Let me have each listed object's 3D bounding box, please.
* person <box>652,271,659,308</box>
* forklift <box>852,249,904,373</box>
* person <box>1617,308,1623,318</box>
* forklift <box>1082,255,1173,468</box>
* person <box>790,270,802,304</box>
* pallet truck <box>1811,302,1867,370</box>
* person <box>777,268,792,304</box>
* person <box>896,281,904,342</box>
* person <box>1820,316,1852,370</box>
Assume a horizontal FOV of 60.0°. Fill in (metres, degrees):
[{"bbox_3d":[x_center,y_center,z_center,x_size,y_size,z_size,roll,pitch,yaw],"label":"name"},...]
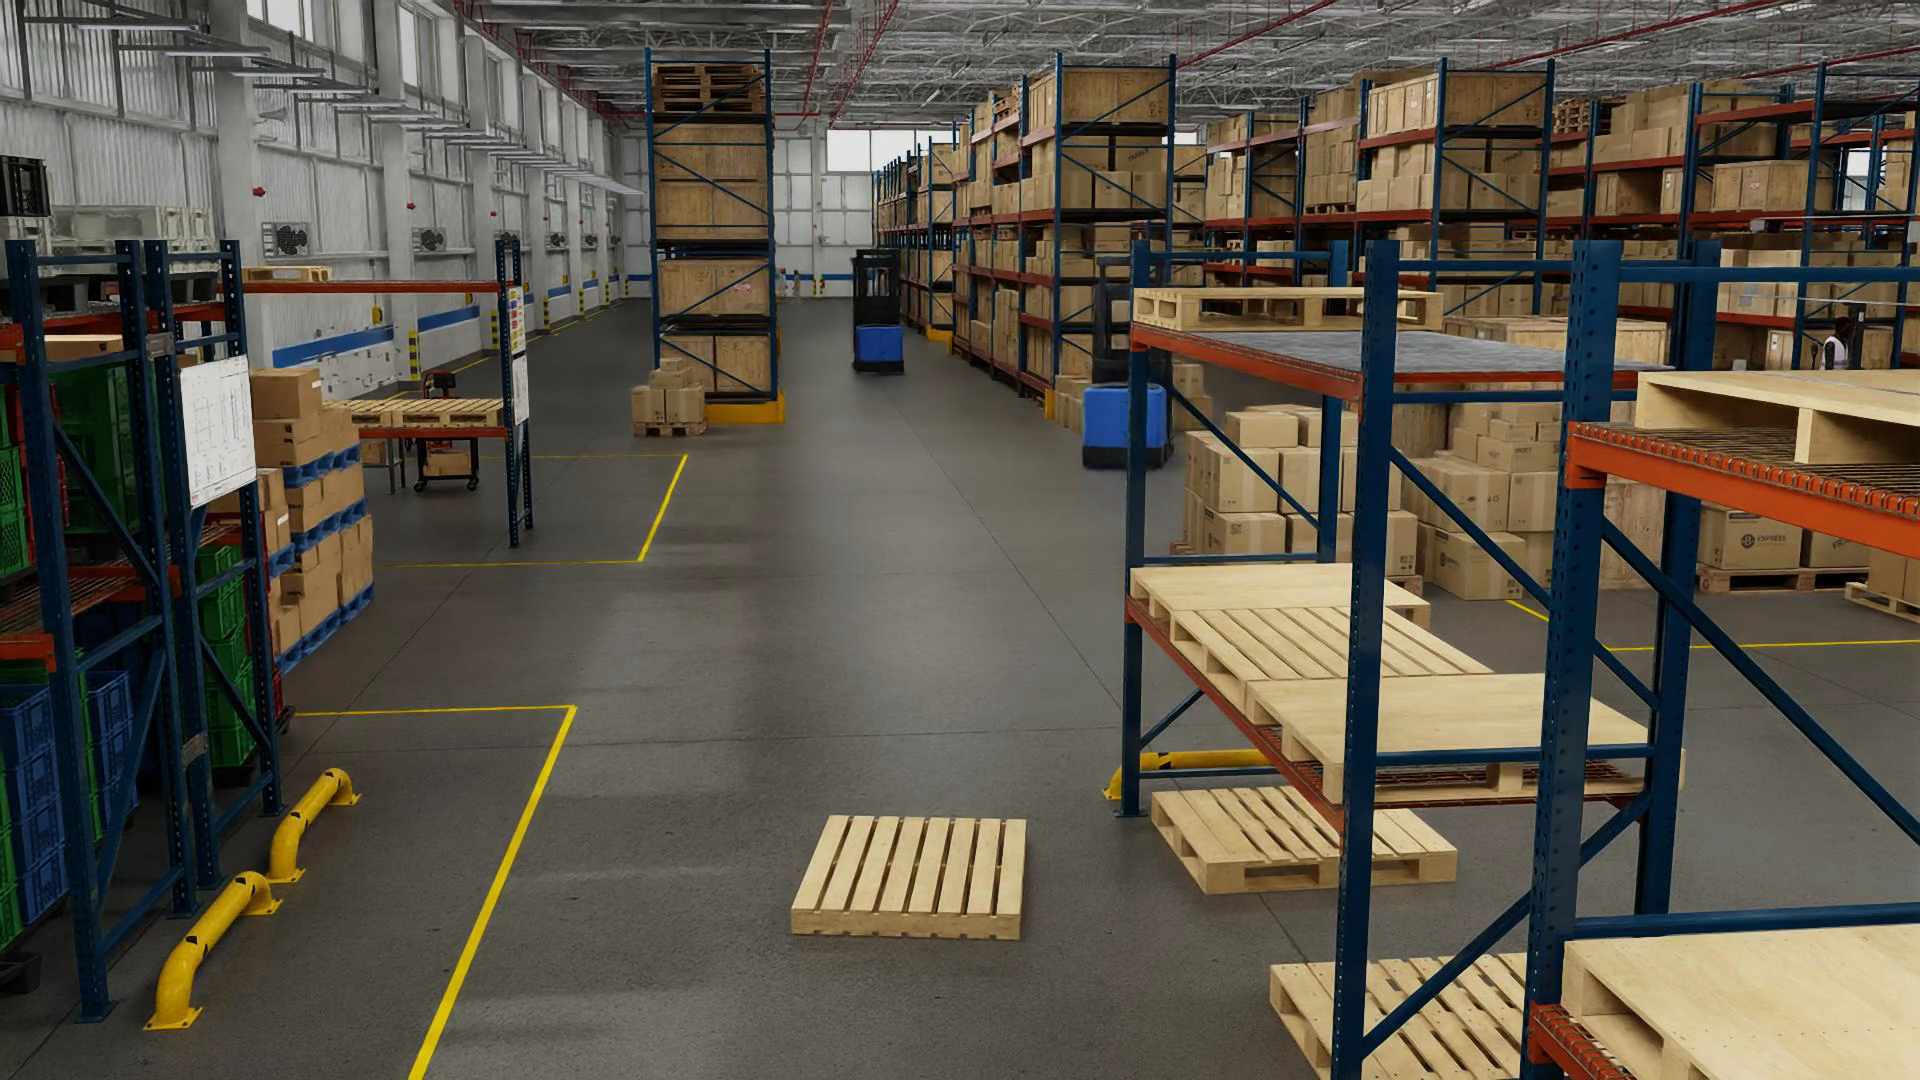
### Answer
[{"bbox_3d":[-13.367,-11.064,73.531,0.497,1.692,0.916,5,12,27],"label":"person"},{"bbox_3d":[-1.891,-5.289,38.239,1.129,2.768,1.873,-1,10,-6],"label":"forklift"},{"bbox_3d":[11.590,-3.190,29.486,0.635,1.842,0.429,9,14,42],"label":"person"},{"bbox_3d":[2.304,-2.464,22.587,1.129,2.768,1.873,2,10,11],"label":"forklift"},{"bbox_3d":[-7.798,-11.950,78.651,0.694,1.608,0.506,-2,10,-12],"label":"person"},{"bbox_3d":[15.846,-3.142,28.793,1.885,1.965,0.823,2,10,12],"label":"pallet truck"},{"bbox_3d":[-8.382,-12.105,79.262,0.918,1.700,0.575,-2,10,-12],"label":"person"},{"bbox_3d":[-1.815,-6.738,49.171,0.551,1.825,0.606,-2,10,-9],"label":"person"},{"bbox_3d":[12.996,-2.368,24.757,0.591,1.910,0.386,-9,14,-42],"label":"person"}]
